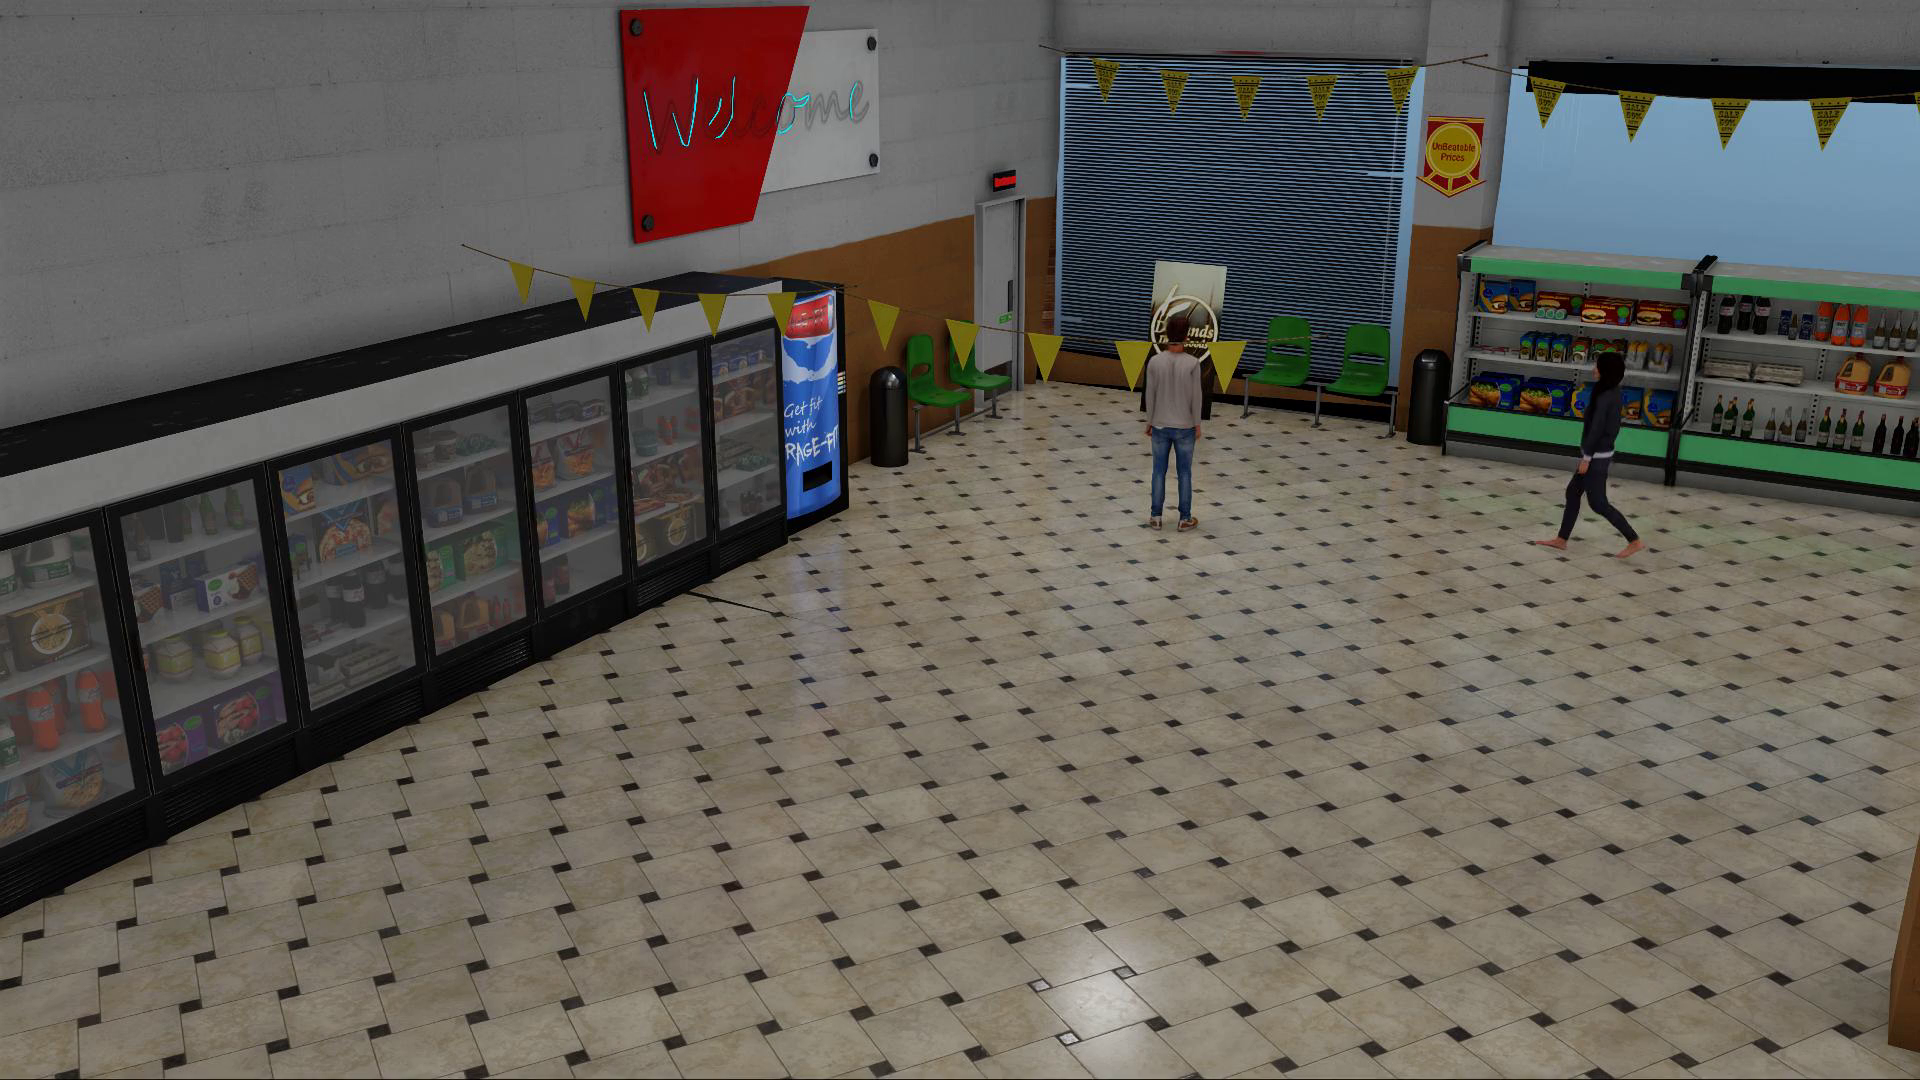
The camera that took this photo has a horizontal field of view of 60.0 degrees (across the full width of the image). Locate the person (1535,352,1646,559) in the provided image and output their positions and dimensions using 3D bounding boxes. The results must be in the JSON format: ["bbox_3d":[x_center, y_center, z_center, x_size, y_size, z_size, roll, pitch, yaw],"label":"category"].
[{"bbox_3d":[5.388,-0.669,13.845,1.110,1.735,0.668,8,20,24],"label":"person"}]

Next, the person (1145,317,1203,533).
[{"bbox_3d":[1.876,-1.009,14.597,0.596,1.898,0.771,6,19,16],"label":"person"}]
